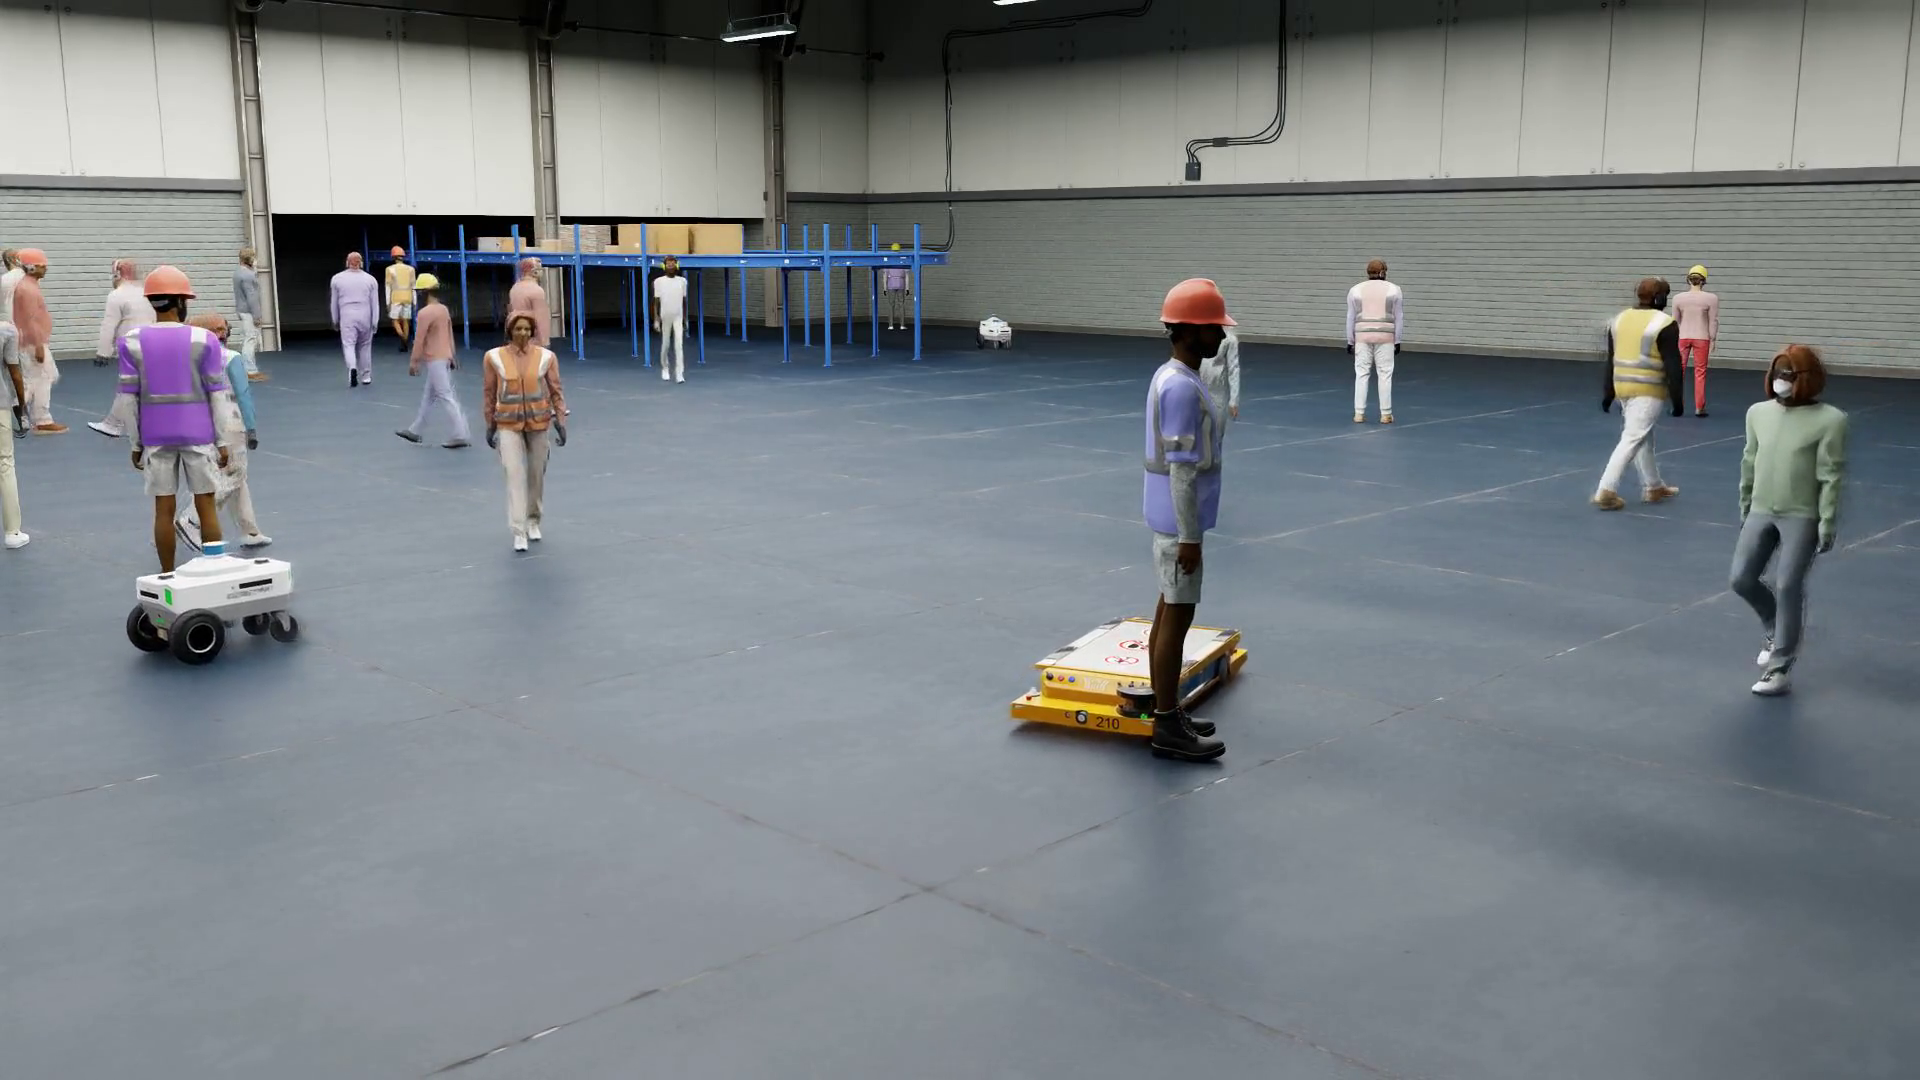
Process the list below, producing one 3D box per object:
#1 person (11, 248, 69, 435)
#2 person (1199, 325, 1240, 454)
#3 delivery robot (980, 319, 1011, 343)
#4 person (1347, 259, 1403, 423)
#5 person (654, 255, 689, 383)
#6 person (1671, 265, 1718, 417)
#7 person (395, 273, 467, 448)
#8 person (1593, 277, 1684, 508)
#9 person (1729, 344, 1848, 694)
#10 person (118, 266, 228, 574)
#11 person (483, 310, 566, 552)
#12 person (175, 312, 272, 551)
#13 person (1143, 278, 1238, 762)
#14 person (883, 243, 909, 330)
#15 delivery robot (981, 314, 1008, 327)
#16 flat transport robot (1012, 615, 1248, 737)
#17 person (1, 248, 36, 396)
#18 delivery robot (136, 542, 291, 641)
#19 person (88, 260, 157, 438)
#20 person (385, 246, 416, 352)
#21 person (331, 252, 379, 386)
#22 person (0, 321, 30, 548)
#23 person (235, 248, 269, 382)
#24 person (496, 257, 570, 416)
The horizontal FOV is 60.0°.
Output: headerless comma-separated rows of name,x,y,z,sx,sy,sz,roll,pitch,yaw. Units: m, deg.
person,-9.852,-2.113,17.713,0.473,1.977,0.644,-6,12,-31
person,1.885,-1.062,12.753,0.501,1.689,0.892,2,11,9
delivery robot,0.669,-3.902,31.221,0.477,0.478,0.707,-6,12,-28
person,4.708,-2.256,18.889,0.619,1.839,0.430,4,11,20
person,-4.218,-3.230,24.232,0.531,1.836,0.963,-4,11,-20
person,8.605,-2.334,19.526,0.522,1.761,0.321,7,12,33
person,-5.328,-1.783,16.583,0.869,1.721,0.551,2,11,8
person,5.343,-1.159,13.029,0.976,1.793,0.648,-4,11,-20
person,3.853,-0.101,7.730,0.410,1.623,0.504,-7,12,-33
person,-4.490,-0.593,9.553,0.547,1.934,0.376,-3,11,-15
person,-2.966,-0.762,11.361,0.537,1.608,0.708,-4,11,-21
person,-5.002,-0.715,11.145,0.562,1.606,0.657,7,12,32
person,0.929,-0.088,6.789,0.357,1.937,0.551,1,10,3
person,-1.427,-5.666,37.235,0.594,1.924,0.373,0,10,-2
delivery robot,0.681,-4.255,33.145,0.477,0.478,0.707,-4,11,-21
flat transport robot,0.823,0.599,7.705,0.652,0.197,1.431,5,11,25
person,-12.501,-2.900,22.136,0.376,1.934,0.629,0,10,-2
delivery robot,-3.829,0.252,8.567,0.477,0.478,0.707,8,13,36
person,-8.623,-1.937,17.119,1.003,1.851,0.643,0,10,1
person,-10.106,-4.355,30.094,0.562,1.921,0.699,-8,13,-37
person,-8.523,-3.118,23.468,0.640,1.882,0.839,-4,11,-21
person,-6.615,-0.872,11.288,0.517,1.865,0.324,-3,11,-15
person,-10.384,-3.279,24.256,0.472,1.931,0.682,-6,12,-31
person,-5.004,-2.339,19.262,0.948,1.870,0.657,-8,13,-38
